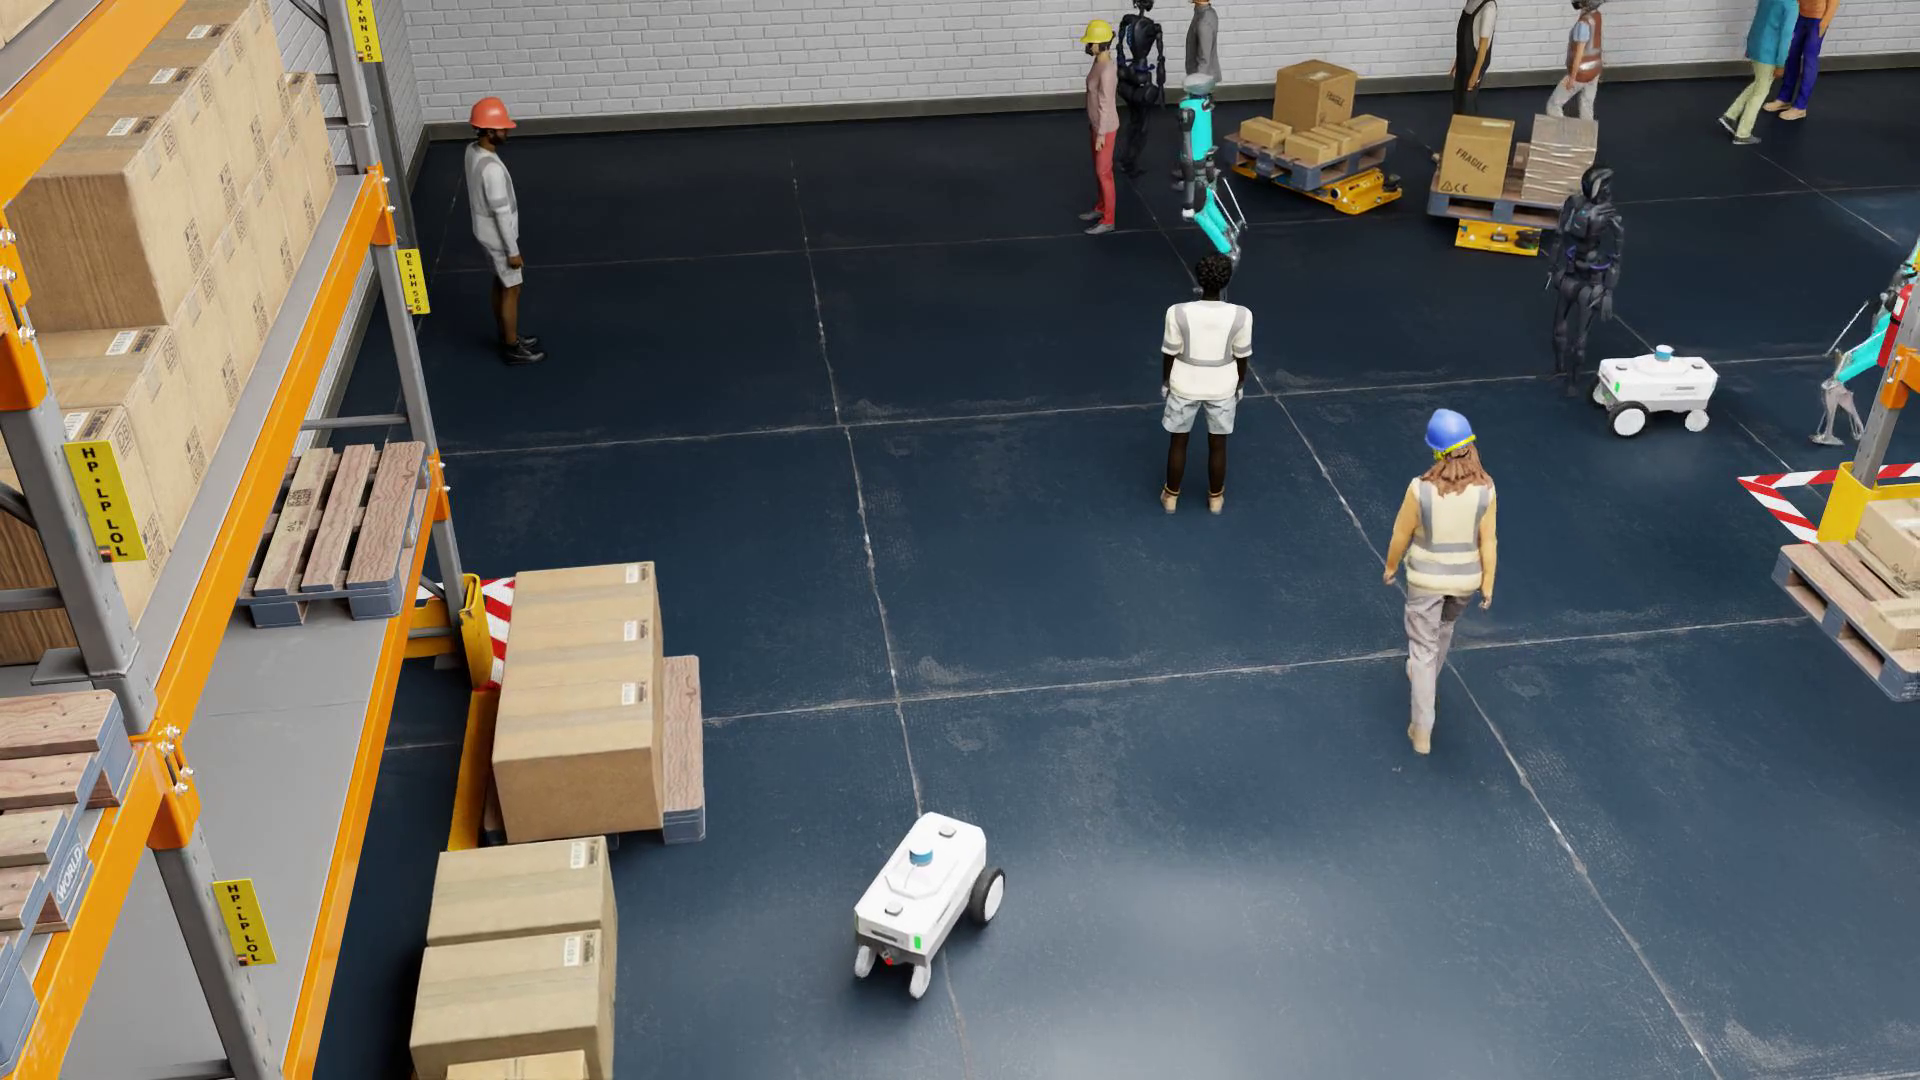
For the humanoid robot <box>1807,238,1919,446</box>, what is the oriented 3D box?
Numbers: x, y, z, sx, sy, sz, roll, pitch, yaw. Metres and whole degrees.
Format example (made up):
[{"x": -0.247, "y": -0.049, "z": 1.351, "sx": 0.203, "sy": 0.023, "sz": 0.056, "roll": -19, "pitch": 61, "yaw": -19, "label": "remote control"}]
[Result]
[{"x": 5.803, "y": -1.345, "z": 10.585, "sx": 0.880, "sy": 1.768, "sz": 0.545, "roll": 0, "pitch": 33, "yaw": 0, "label": "humanoid robot"}]

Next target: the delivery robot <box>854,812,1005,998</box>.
[{"x": -0.151, "y": 1.537, "z": 7.252, "sx": 0.499, "sy": 0.614, "sz": 0.790, "roll": 15, "pitch": 36, "yaw": 21, "label": "delivery robot"}]

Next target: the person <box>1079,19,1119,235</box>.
[{"x": 1.133, "y": -3.403, "z": 13.708, "sx": 0.347, "sy": 1.758, "sz": 0.520, "roll": -2, "pitch": 33, "yaw": -3, "label": "person"}]

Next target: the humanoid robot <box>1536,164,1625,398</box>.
[{"x": 4.222, "y": -1.773, "z": 11.286, "sx": 0.349, "sy": 1.641, "sz": 0.613, "roll": -17, "pitch": 37, "yaw": -24, "label": "humanoid robot"}]

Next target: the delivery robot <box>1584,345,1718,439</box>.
[{"x": 4.619, "y": -1.007, "z": 11.151, "sx": 0.791, "sy": 0.614, "sz": 0.499, "roll": -1, "pitch": 33, "yaw": -2, "label": "delivery robot"}]

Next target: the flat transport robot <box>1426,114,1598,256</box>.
[{"x": 4.613, "y": -2.788, "z": 14.125, "sx": 0.659, "sy": 0.231, "sz": 1.431, "roll": 11, "pitch": 35, "yaw": 16, "label": "flat transport robot"}]

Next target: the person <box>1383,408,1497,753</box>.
[{"x": 2.369, "y": 0.176, "z": 8.235, "sx": 0.492, "sy": 1.730, "sz": 0.816, "roll": 0, "pitch": 33, "yaw": 0, "label": "person"}]

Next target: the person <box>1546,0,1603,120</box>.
[{"x": 5.598, "y": -4.241, "z": 15.067, "sx": 0.532, "sy": 1.660, "sz": 0.468, "roll": 28, "pitch": 42, "yaw": 36, "label": "person"}]

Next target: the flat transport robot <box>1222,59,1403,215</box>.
[{"x": 3.173, "y": -3.261, "z": 14.850, "sx": 0.659, "sy": 0.231, "sz": 1.431, "roll": -25, "pitch": 41, "yaw": -33, "label": "flat transport robot"}]

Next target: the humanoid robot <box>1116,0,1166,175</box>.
[{"x": 1.603, "y": -4.089, "z": 14.828, "sx": 0.322, "sy": 1.649, "sz": 0.609, "roll": -25, "pitch": 41, "yaw": -33, "label": "humanoid robot"}]

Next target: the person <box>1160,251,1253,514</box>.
[{"x": 1.456, "y": -0.915, "z": 9.954, "sx": 0.534, "sy": 1.691, "sz": 0.319, "roll": 2, "pitch": 33, "yaw": 3, "label": "person"}]

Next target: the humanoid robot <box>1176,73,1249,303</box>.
[{"x": 1.968, "y": -2.554, "z": 12.464, "sx": 0.801, "sy": 1.806, "sz": 0.546, "roll": 13, "pitch": 35, "yaw": 19, "label": "humanoid robot"}]

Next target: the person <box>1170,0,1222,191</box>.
[{"x": 2.085, "y": -3.992, "z": 14.477, "sx": 0.394, "sy": 1.897, "sz": 0.531, "roll": 5, "pitch": 33, "yaw": 8, "label": "person"}]

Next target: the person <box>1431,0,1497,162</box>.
[{"x": 4.562, "y": -4.241, "z": 14.923, "sx": 0.341, "sy": 1.840, "sz": 0.508, "roll": -3, "pitch": 33, "yaw": -4, "label": "person"}]

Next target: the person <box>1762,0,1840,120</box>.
[{"x": 8.234, "y": -5.092, "z": 16.104, "sx": 0.406, "sy": 1.974, "sz": 0.513, "roll": -12, "pitch": 35, "yaw": -18, "label": "person"}]

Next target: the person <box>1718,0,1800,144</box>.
[{"x": 7.530, "y": -4.541, "z": 15.456, "sx": 0.391, "sy": 1.742, "sz": 0.601, "roll": -3, "pitch": 33, "yaw": -5, "label": "person"}]

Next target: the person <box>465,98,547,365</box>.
[{"x": -3.187, "y": -2.136, "z": 11.618, "sx": 0.387, "sy": 1.924, "sz": 0.547, "roll": -17, "pitch": 37, "yaw": -24, "label": "person"}]
